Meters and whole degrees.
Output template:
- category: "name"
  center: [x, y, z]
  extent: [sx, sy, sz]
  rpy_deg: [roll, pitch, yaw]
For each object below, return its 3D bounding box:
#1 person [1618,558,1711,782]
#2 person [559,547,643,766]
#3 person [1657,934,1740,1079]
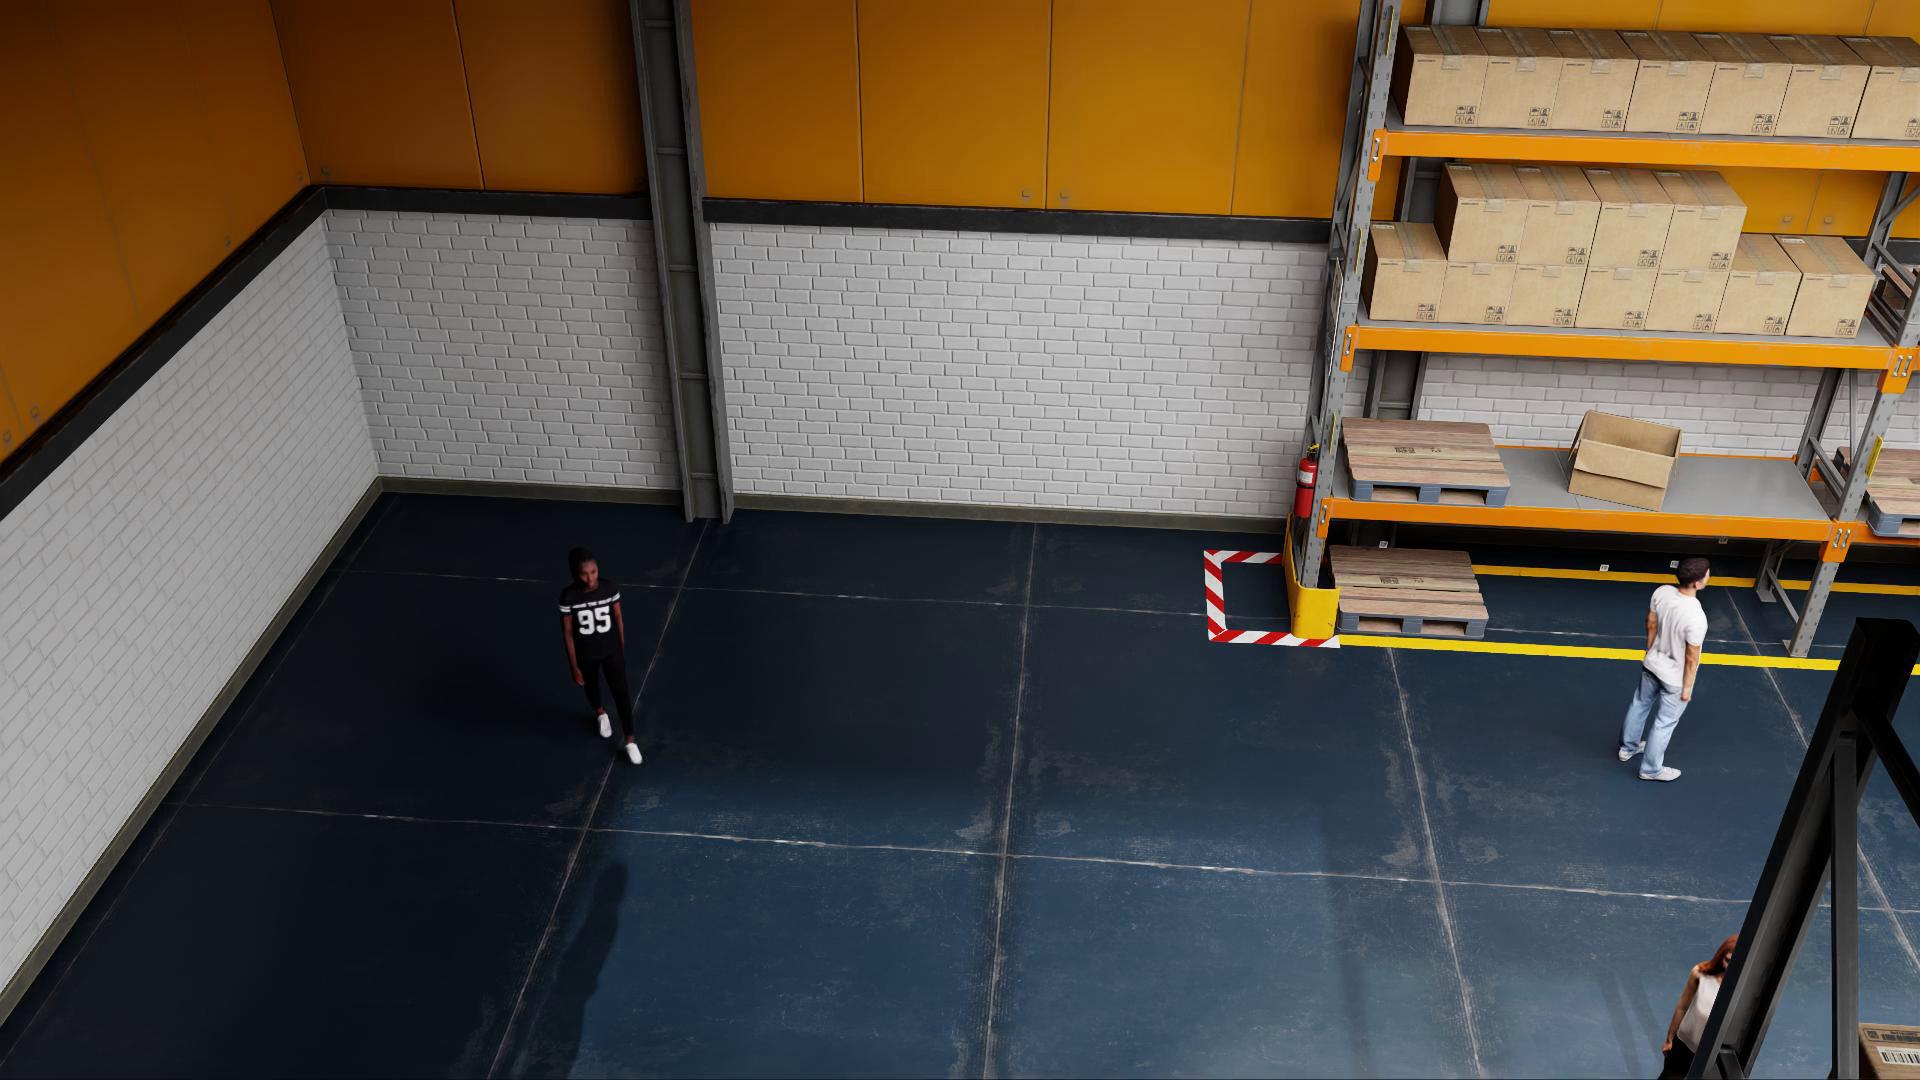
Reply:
- category: "person"
  center: [5.088, 0.910, 11.939]
  extent: [0.714, 1.867, 0.750]
  rpy_deg: [-10, 35, -15]
- category: "person"
  center: [-2.709, 0.779, 12.287]
  extent: [1.007, 1.700, 0.935]
  rpy_deg: [-12, 35, -17]
- category: "person"
  center: [4.142, 2.797, 9.233]
  extent: [0.604, 1.719, 0.704]
  rpy_deg: [22, 40, 30]
